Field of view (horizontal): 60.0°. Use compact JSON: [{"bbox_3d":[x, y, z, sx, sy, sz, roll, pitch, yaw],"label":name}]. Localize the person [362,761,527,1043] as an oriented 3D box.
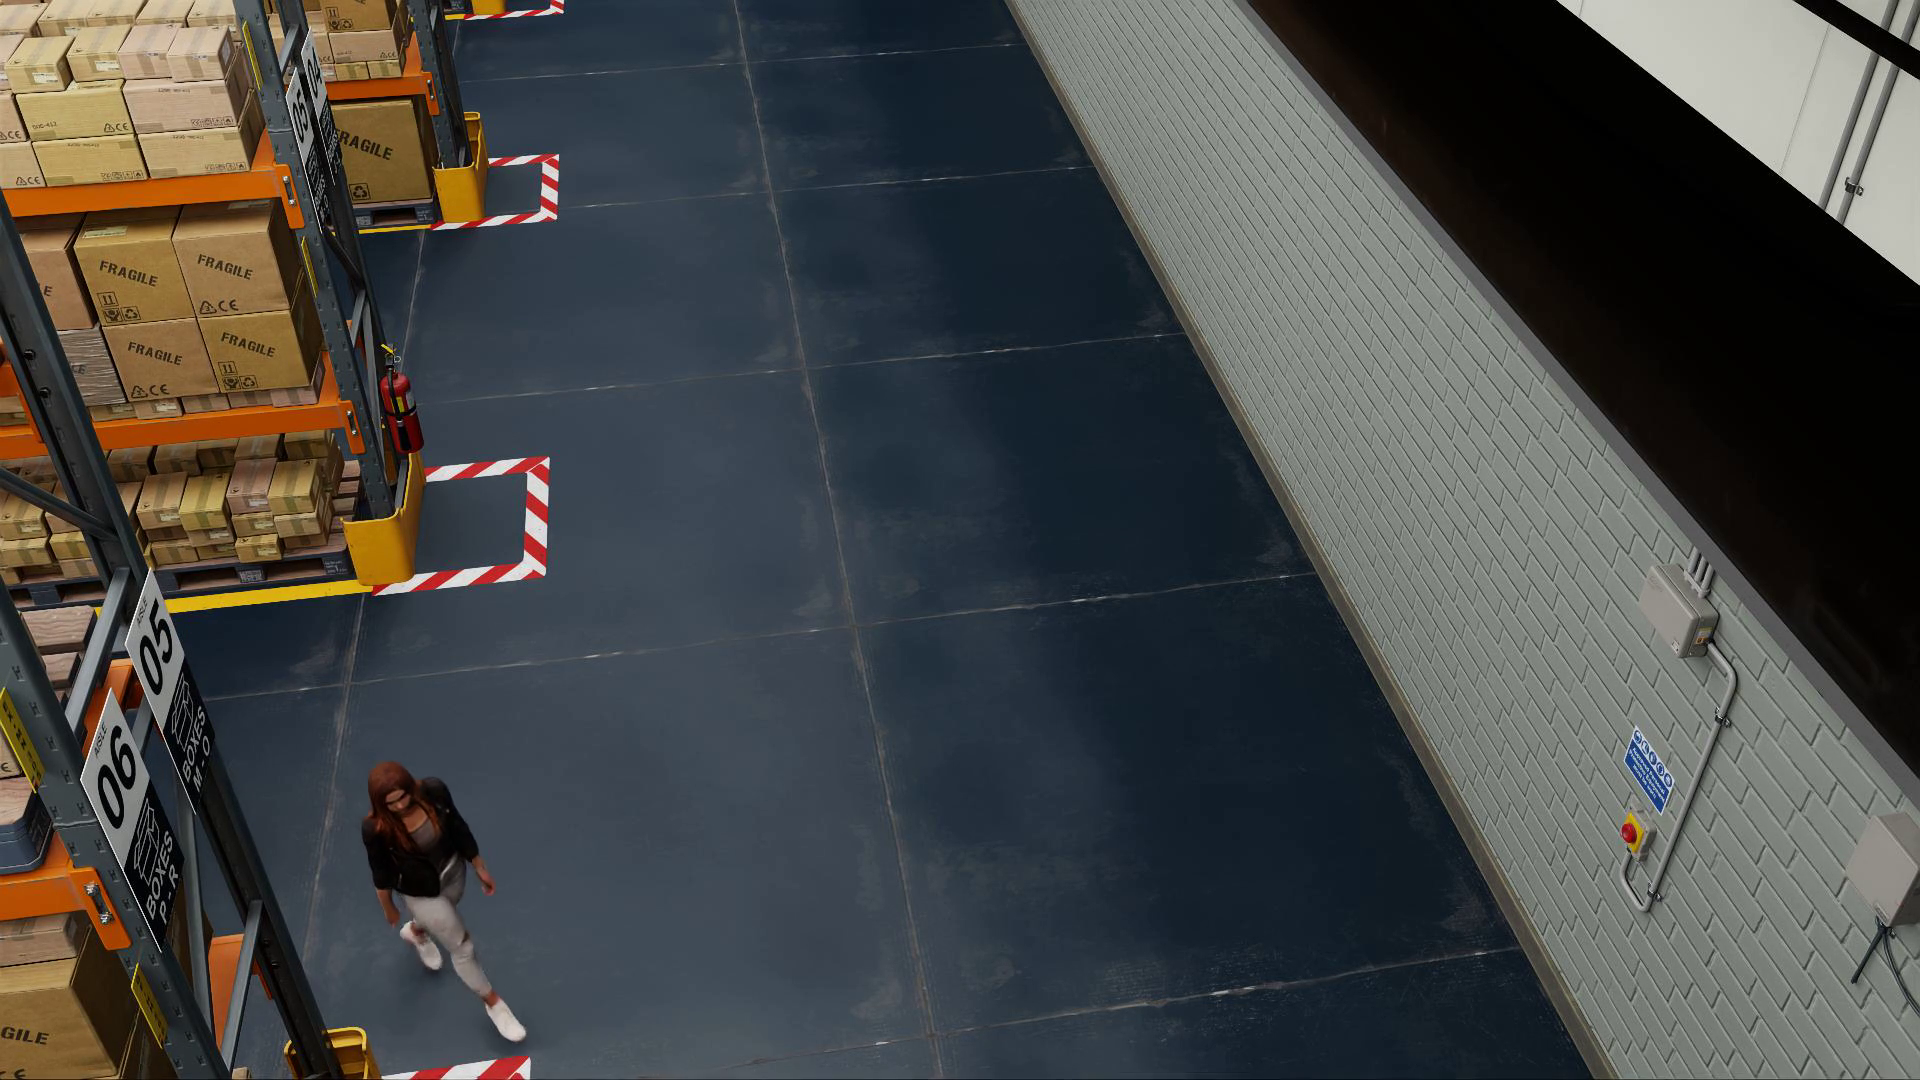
[{"bbox_3d":[-2.448,1.520,7.581,1.147,1.665,1.110,24,44,27],"label":"person"}]
